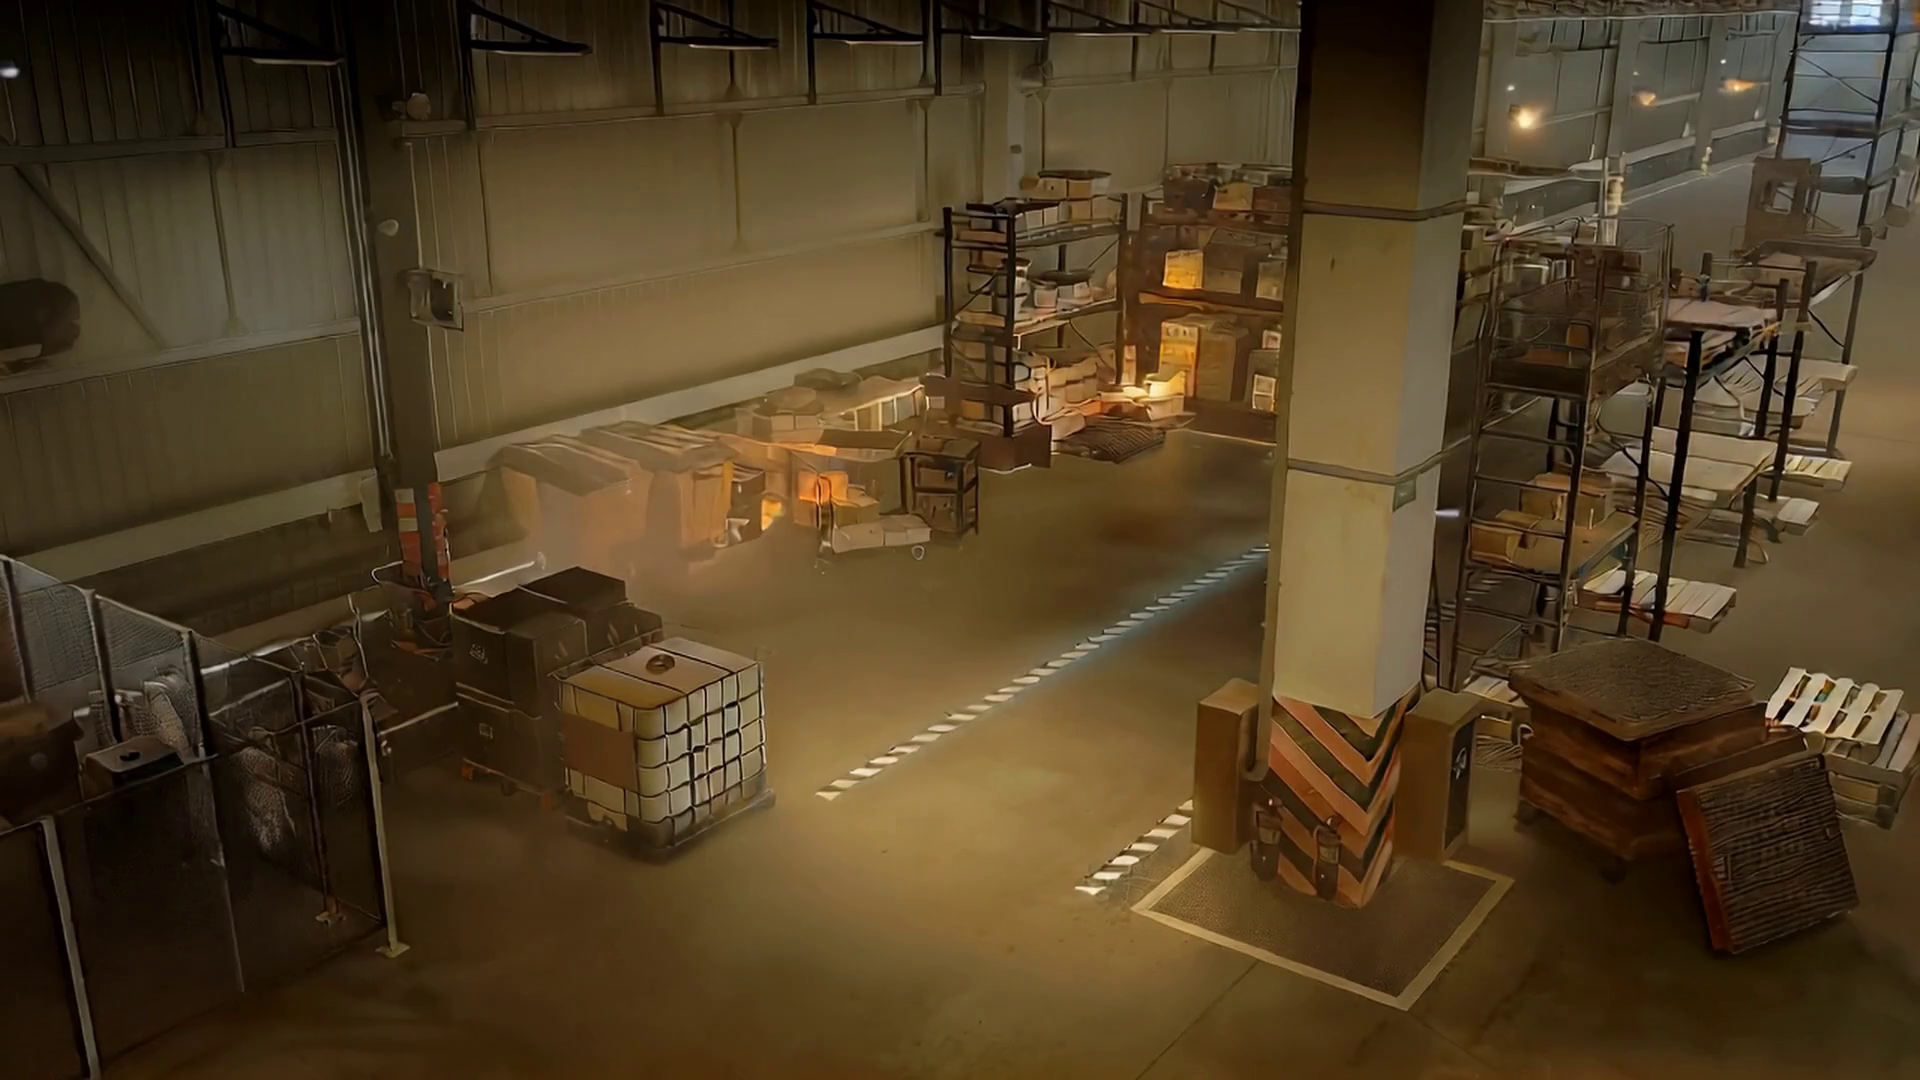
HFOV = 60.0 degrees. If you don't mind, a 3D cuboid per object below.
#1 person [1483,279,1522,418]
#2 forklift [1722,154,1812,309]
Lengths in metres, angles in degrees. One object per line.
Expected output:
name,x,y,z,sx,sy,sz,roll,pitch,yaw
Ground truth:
person,7.639,-2.689,23.339,0.354,1.937,0.635,0,18,-1
forklift,15.464,-5.892,31.651,1.129,2.768,1.873,13,22,34
